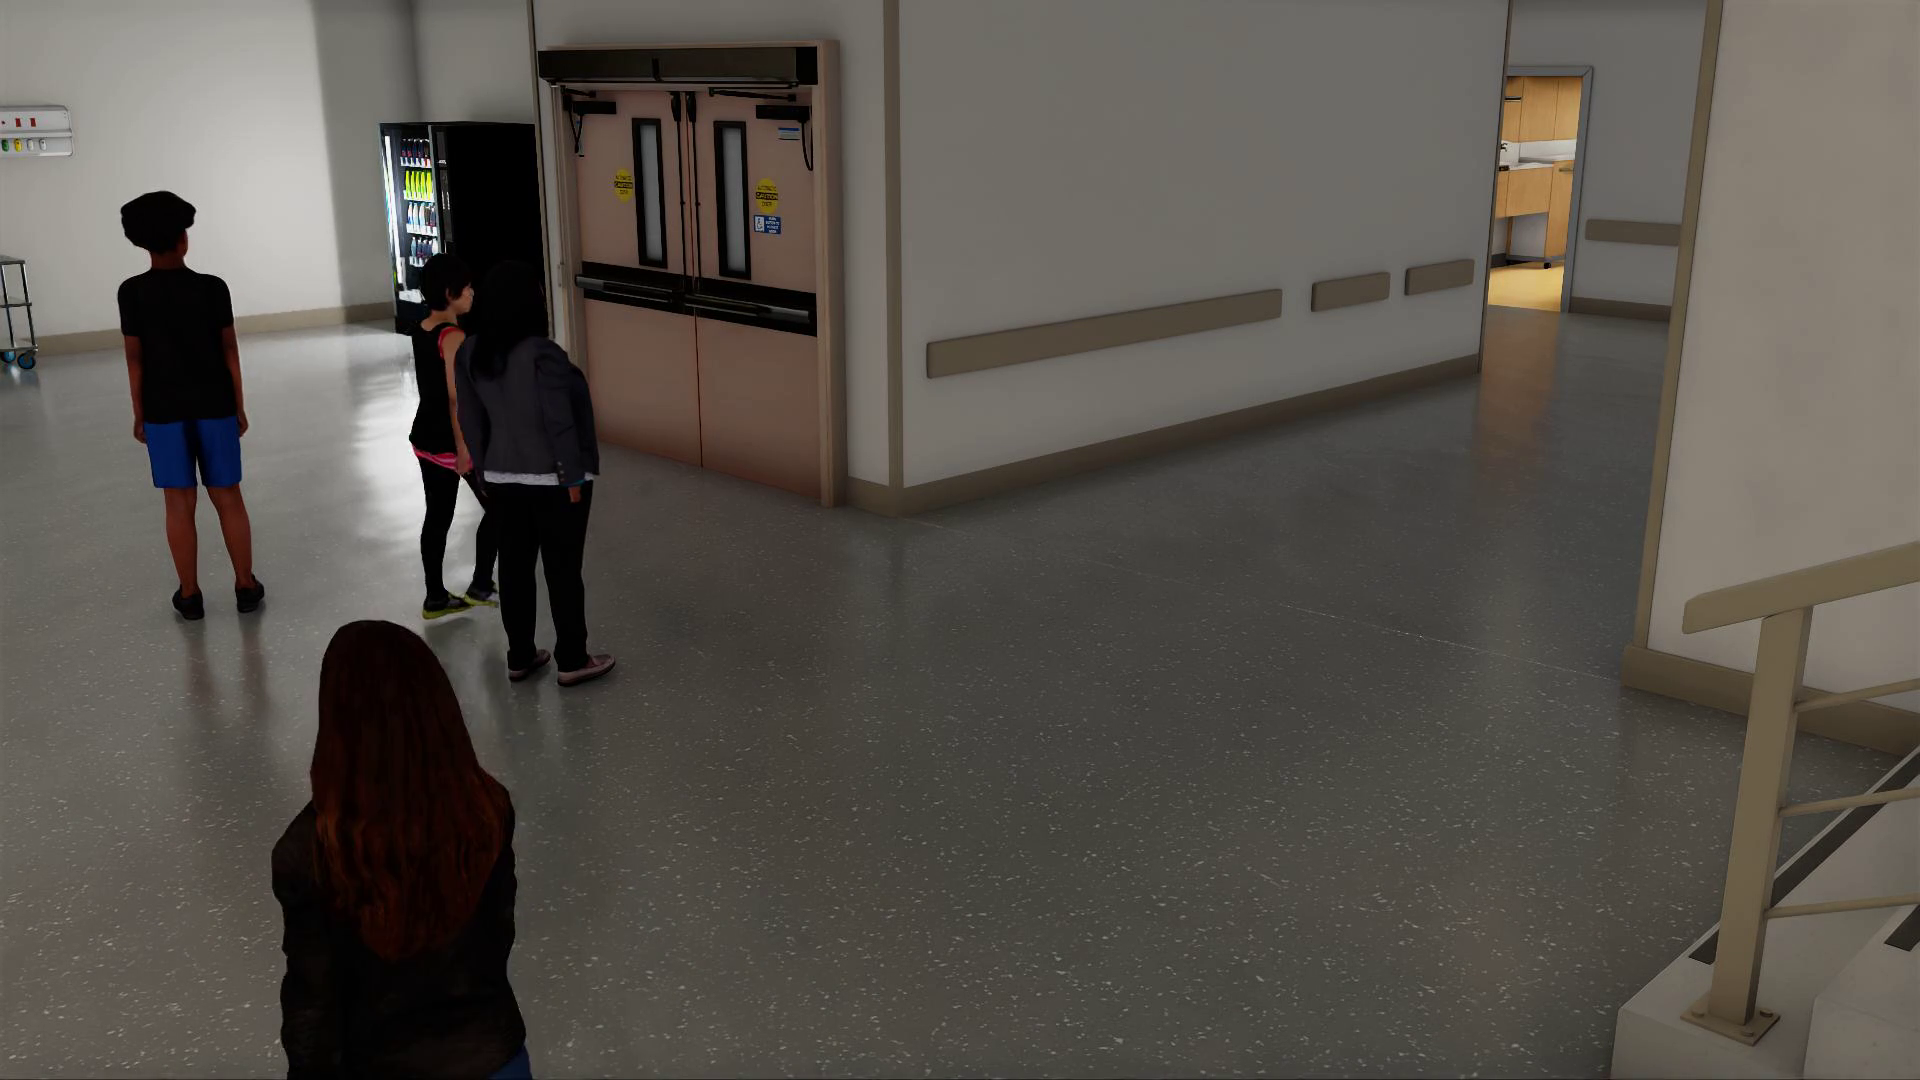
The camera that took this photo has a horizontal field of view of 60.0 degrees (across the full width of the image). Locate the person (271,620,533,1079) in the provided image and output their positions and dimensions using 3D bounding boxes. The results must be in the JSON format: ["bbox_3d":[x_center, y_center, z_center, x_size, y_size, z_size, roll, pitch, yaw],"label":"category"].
[{"bbox_3d":[-0.795,0.864,2.588,0.650,1.455,0.905,-11,19,-33],"label":"person"}]

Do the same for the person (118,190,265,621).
[{"bbox_3d":[-3.252,-0.561,7.015,0.668,1.794,0.658,-8,18,-26],"label":"person"}]

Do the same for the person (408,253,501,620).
[{"bbox_3d":[-2.192,-0.405,6.931,0.546,1.539,0.629,13,20,38],"label":"person"}]

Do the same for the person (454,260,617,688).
[{"bbox_3d":[-1.599,-0.245,6.246,0.709,1.603,0.823,7,17,25],"label":"person"}]
